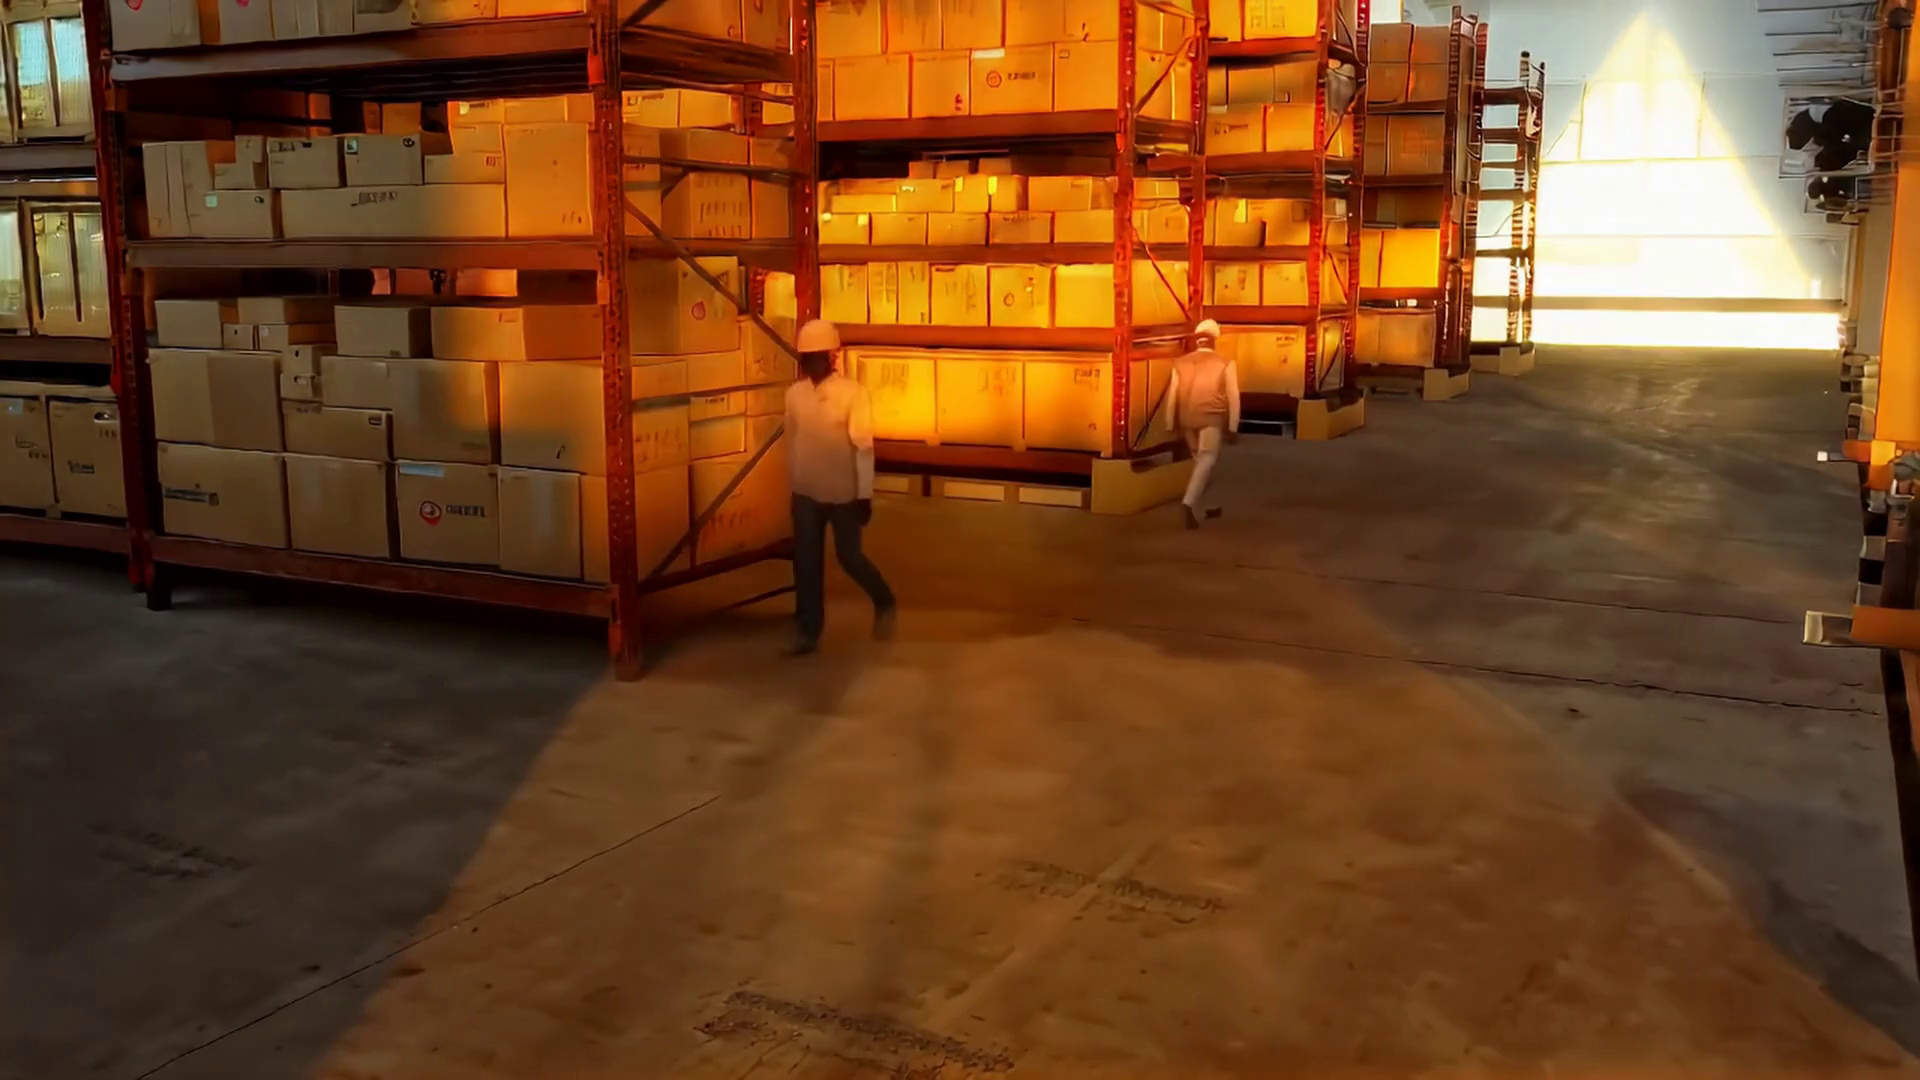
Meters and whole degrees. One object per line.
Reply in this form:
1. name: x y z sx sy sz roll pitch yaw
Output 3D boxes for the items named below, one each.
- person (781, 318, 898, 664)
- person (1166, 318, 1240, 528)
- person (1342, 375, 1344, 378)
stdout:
1. person: -0.711 -0.307 9.670 0.634 1.973 0.870 6 11 31
2. person: 2.069 -1.010 14.310 0.609 1.782 0.896 6 11 31
3. person: 7.192 -3.975 31.058 0.417 1.914 0.543 6 12 33
